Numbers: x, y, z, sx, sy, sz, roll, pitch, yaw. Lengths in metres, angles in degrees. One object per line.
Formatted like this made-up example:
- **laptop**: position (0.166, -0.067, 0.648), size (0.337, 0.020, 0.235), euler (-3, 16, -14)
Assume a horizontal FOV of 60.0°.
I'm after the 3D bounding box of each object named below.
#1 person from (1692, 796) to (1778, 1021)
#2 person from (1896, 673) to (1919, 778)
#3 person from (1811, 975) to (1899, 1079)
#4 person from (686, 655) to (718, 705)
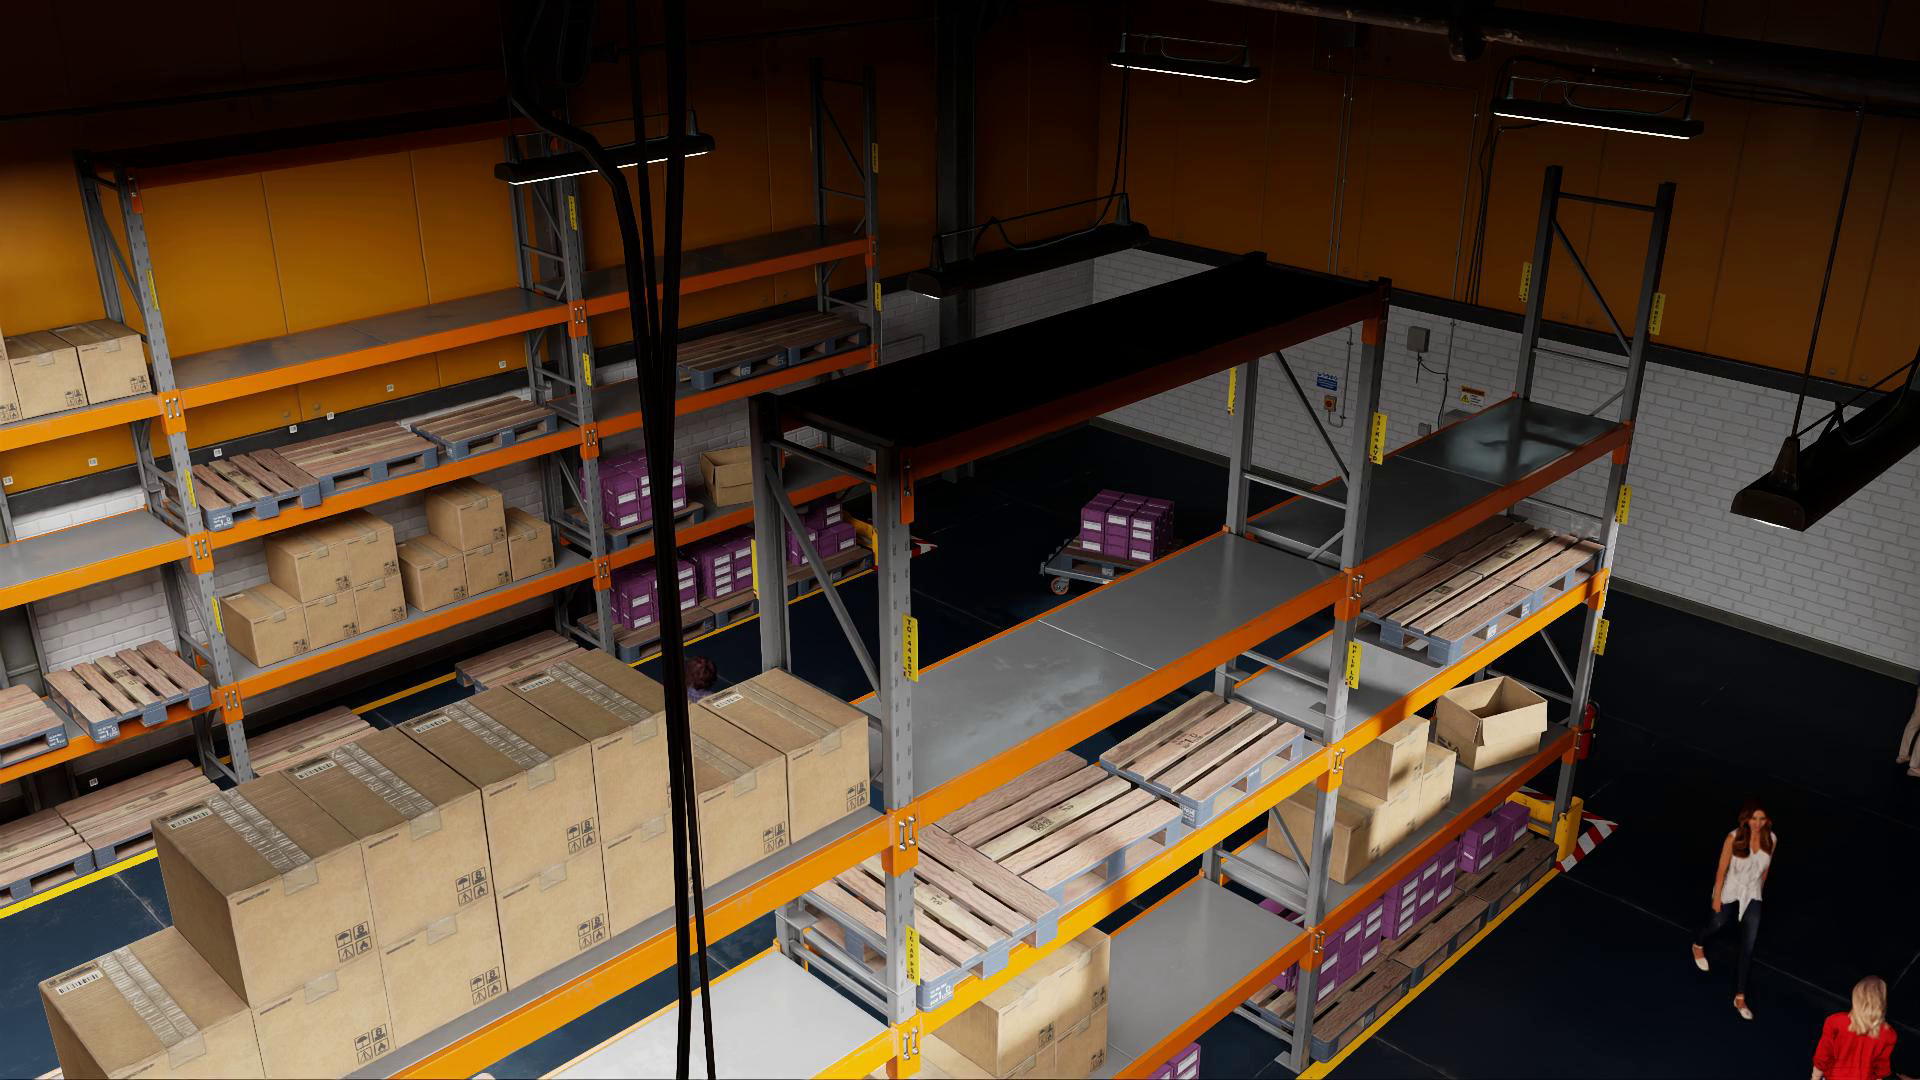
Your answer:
- **person**: position (5.995, 2.736, 12.949), size (1.080, 1.734, 1.145), euler (0, 24, 0)
- **person**: position (9.320, 1.456, 15.922), size (0.770, 1.697, 0.698), euler (2, 24, 4)
- **person**: position (5.789, 3.670, 10.900), size (0.829, 1.664, 0.959), euler (9, 25, 19)
- **person**: position (-2.300, 1.825, 15.075), size (0.679, 1.701, 0.634), euler (12, 26, 26)
